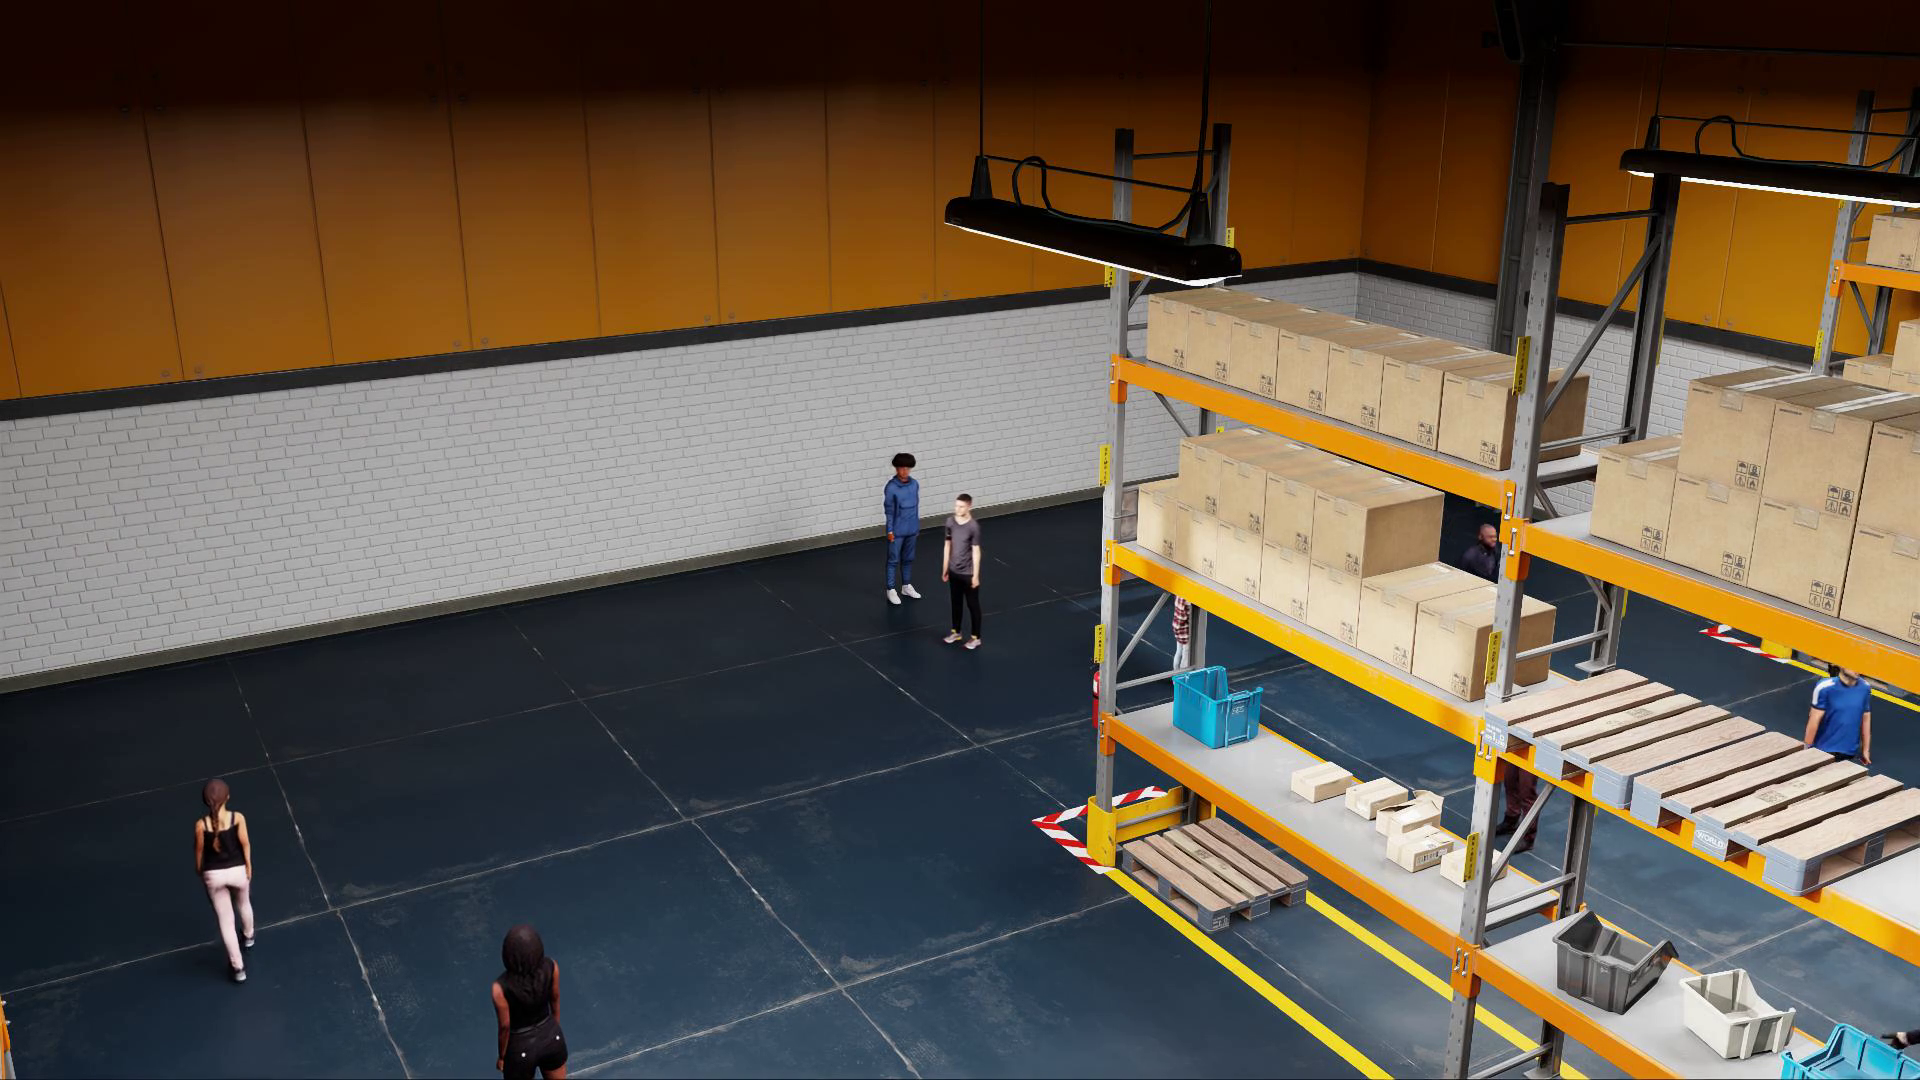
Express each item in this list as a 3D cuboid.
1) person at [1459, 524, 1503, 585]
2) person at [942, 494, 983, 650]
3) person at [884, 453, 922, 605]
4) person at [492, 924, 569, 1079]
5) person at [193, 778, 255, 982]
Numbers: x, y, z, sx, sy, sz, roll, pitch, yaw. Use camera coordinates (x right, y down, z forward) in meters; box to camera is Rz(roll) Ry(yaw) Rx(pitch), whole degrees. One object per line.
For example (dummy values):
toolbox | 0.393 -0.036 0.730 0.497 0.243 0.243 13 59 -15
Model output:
person | 5.306 0.684 17.231 0.759 1.772 1.130 -9 21 -25
person | 0.050 0.330 18.300 0.602 1.761 0.759 15 24 37
person | -0.686 -0.164 19.700 0.710 1.804 0.619 -15 24 -38
person | -2.596 3.099 10.109 0.647 1.740 0.600 -17 25 -41
person | -5.383 2.503 12.198 0.540 1.537 0.904 -11 22 -30
